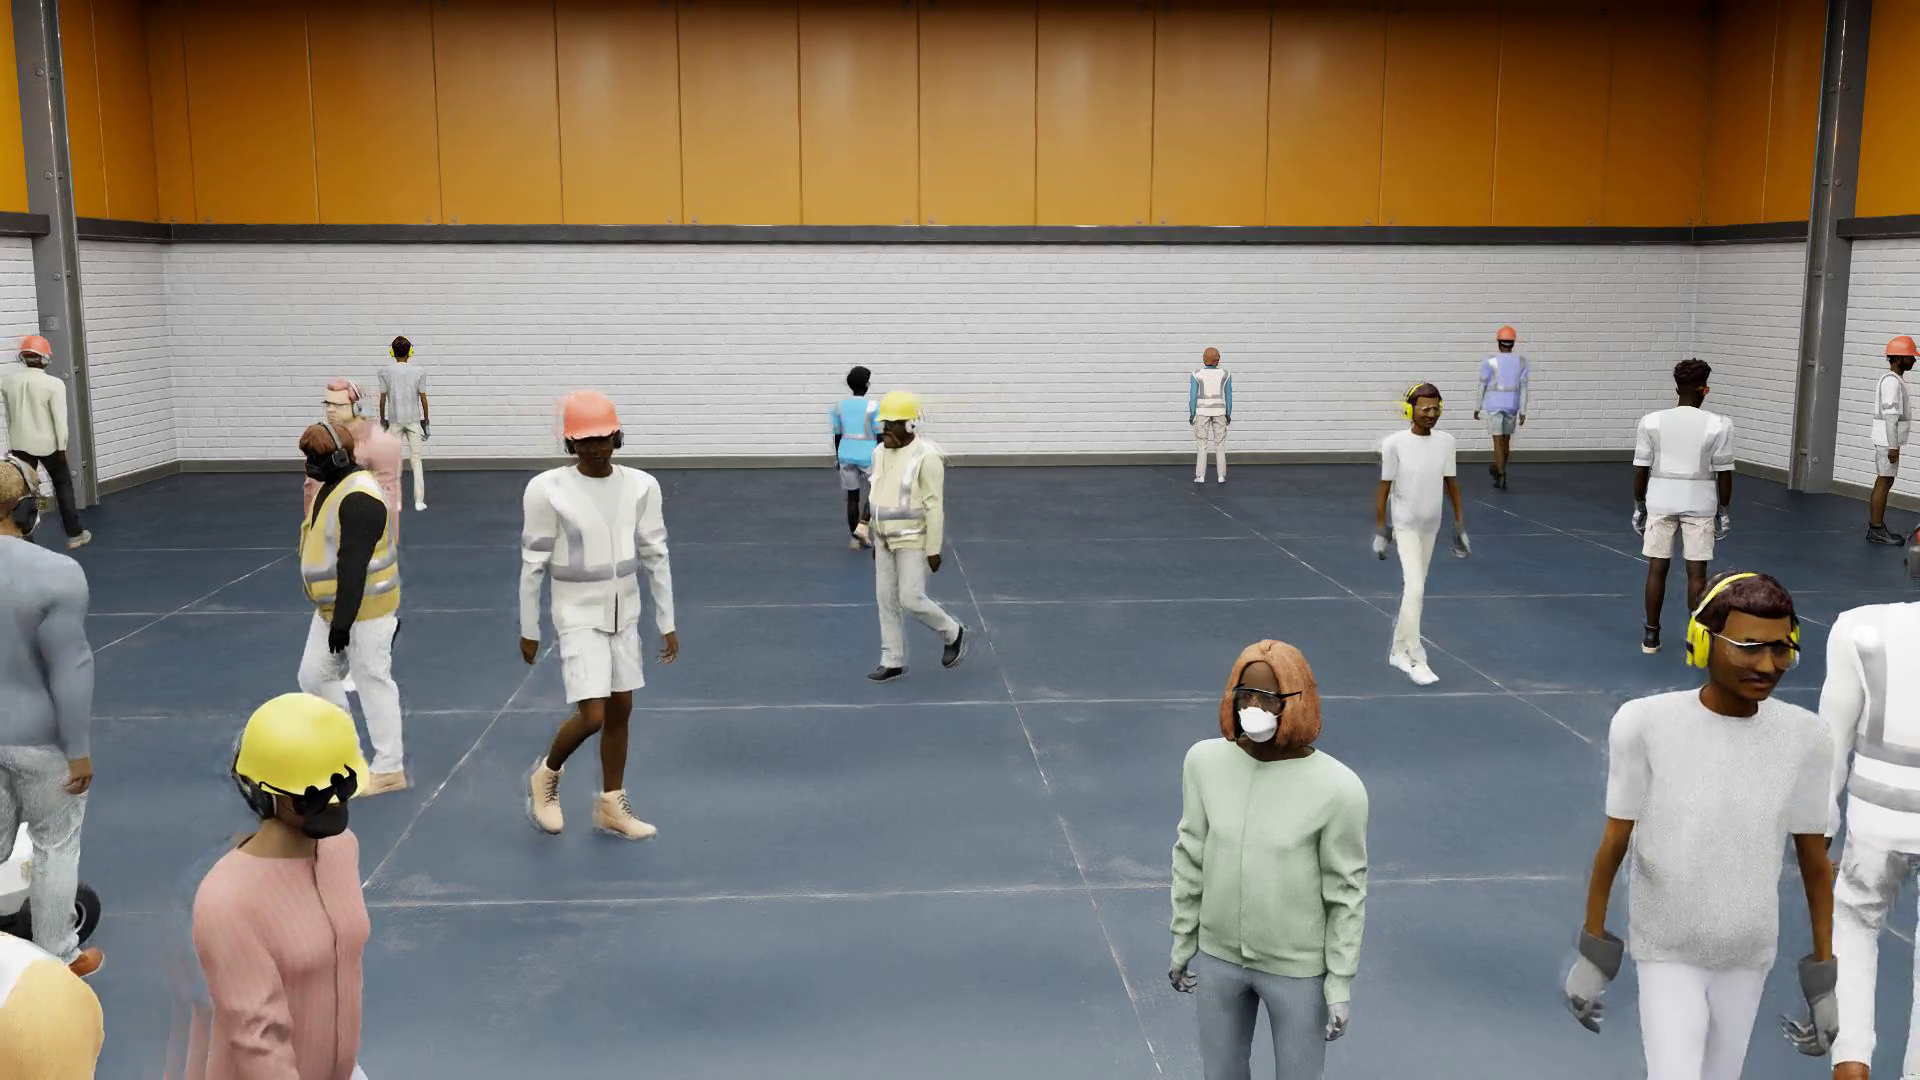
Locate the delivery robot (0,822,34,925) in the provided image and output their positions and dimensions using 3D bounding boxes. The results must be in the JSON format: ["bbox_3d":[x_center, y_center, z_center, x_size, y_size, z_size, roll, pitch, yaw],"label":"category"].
[{"bbox_3d":[-3.626,1.220,6.054,0.477,0.478,0.707,8,12,39],"label":"delivery robot"}]

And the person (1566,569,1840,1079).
[{"bbox_3d":[1.711,0.987,3.766,0.574,1.844,0.607,0,9,1],"label":"person"}]

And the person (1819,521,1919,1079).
[{"bbox_3d":[2.745,0.821,4.737,0.579,1.873,0.415,6,11,31],"label":"person"}]

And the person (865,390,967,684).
[{"bbox_3d":[-0.295,-0.021,10.223,0.586,1.813,0.601,-8,12,-41],"label":"person"}]

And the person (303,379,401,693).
[{"bbox_3d":[-3.665,-0.051,10.158,0.657,1.884,0.638,4,10,25],"label":"person"}]

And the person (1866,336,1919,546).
[{"bbox_3d":[8.682,-0.923,15.476,0.354,1.939,0.545,4,10,26],"label":"person"}]

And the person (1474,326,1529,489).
[{"bbox_3d":[6.409,-1.582,19.765,0.549,1.891,0.962,0,9,-1],"label":"person"}]

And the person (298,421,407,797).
[{"bbox_3d":[-2.945,0.340,7.917,0.552,1.815,0.638,-7,11,-38],"label":"person"}]

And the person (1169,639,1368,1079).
[{"bbox_3d":[0.737,1.043,4.073,0.500,1.636,0.280,6,11,34],"label":"person"}]

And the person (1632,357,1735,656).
[{"bbox_3d":[4.743,-0.213,10.930,0.610,1.963,0.365,6,11,32],"label":"person"}]

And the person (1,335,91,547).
[{"bbox_3d":[-8.277,-0.861,15.028,0.629,1.954,0.953,0,9,0],"label":"person"}]

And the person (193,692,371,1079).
[{"bbox_3d":[-1.279,1.133,3.319,0.916,1.705,0.510,2,9,14],"label":"person"}]

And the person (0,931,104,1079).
[{"bbox_3d":[-1.374,1.177,2.415,0.790,1.904,0.586,2,9,10],"label":"person"}]

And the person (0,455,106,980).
[{"bbox_3d":[-3.208,0.680,5.518,0.635,1.911,0.782,0,9,3],"label":"person"}]

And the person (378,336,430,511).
[{"bbox_3d":[-5.897,-1.231,17.668,0.511,1.862,0.324,-2,9,-15],"label":"person"}]

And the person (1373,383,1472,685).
[{"bbox_3d":[2.893,-0.035,10.232,0.515,1.841,0.828,-3,10,-20],"label":"person"}]

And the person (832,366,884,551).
[{"bbox_3d":[-0.900,-0.730,15.022,0.550,1.686,0.369,4,10,25],"label":"person"}]

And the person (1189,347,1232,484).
[{"bbox_3d":[3.002,-1.486,19.946,0.517,1.639,0.314,0,9,0],"label":"person"}]

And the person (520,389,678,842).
[{"bbox_3d":[-1.576,0.347,7.255,0.525,2.024,0.586,9,13,44],"label":"person"}]
